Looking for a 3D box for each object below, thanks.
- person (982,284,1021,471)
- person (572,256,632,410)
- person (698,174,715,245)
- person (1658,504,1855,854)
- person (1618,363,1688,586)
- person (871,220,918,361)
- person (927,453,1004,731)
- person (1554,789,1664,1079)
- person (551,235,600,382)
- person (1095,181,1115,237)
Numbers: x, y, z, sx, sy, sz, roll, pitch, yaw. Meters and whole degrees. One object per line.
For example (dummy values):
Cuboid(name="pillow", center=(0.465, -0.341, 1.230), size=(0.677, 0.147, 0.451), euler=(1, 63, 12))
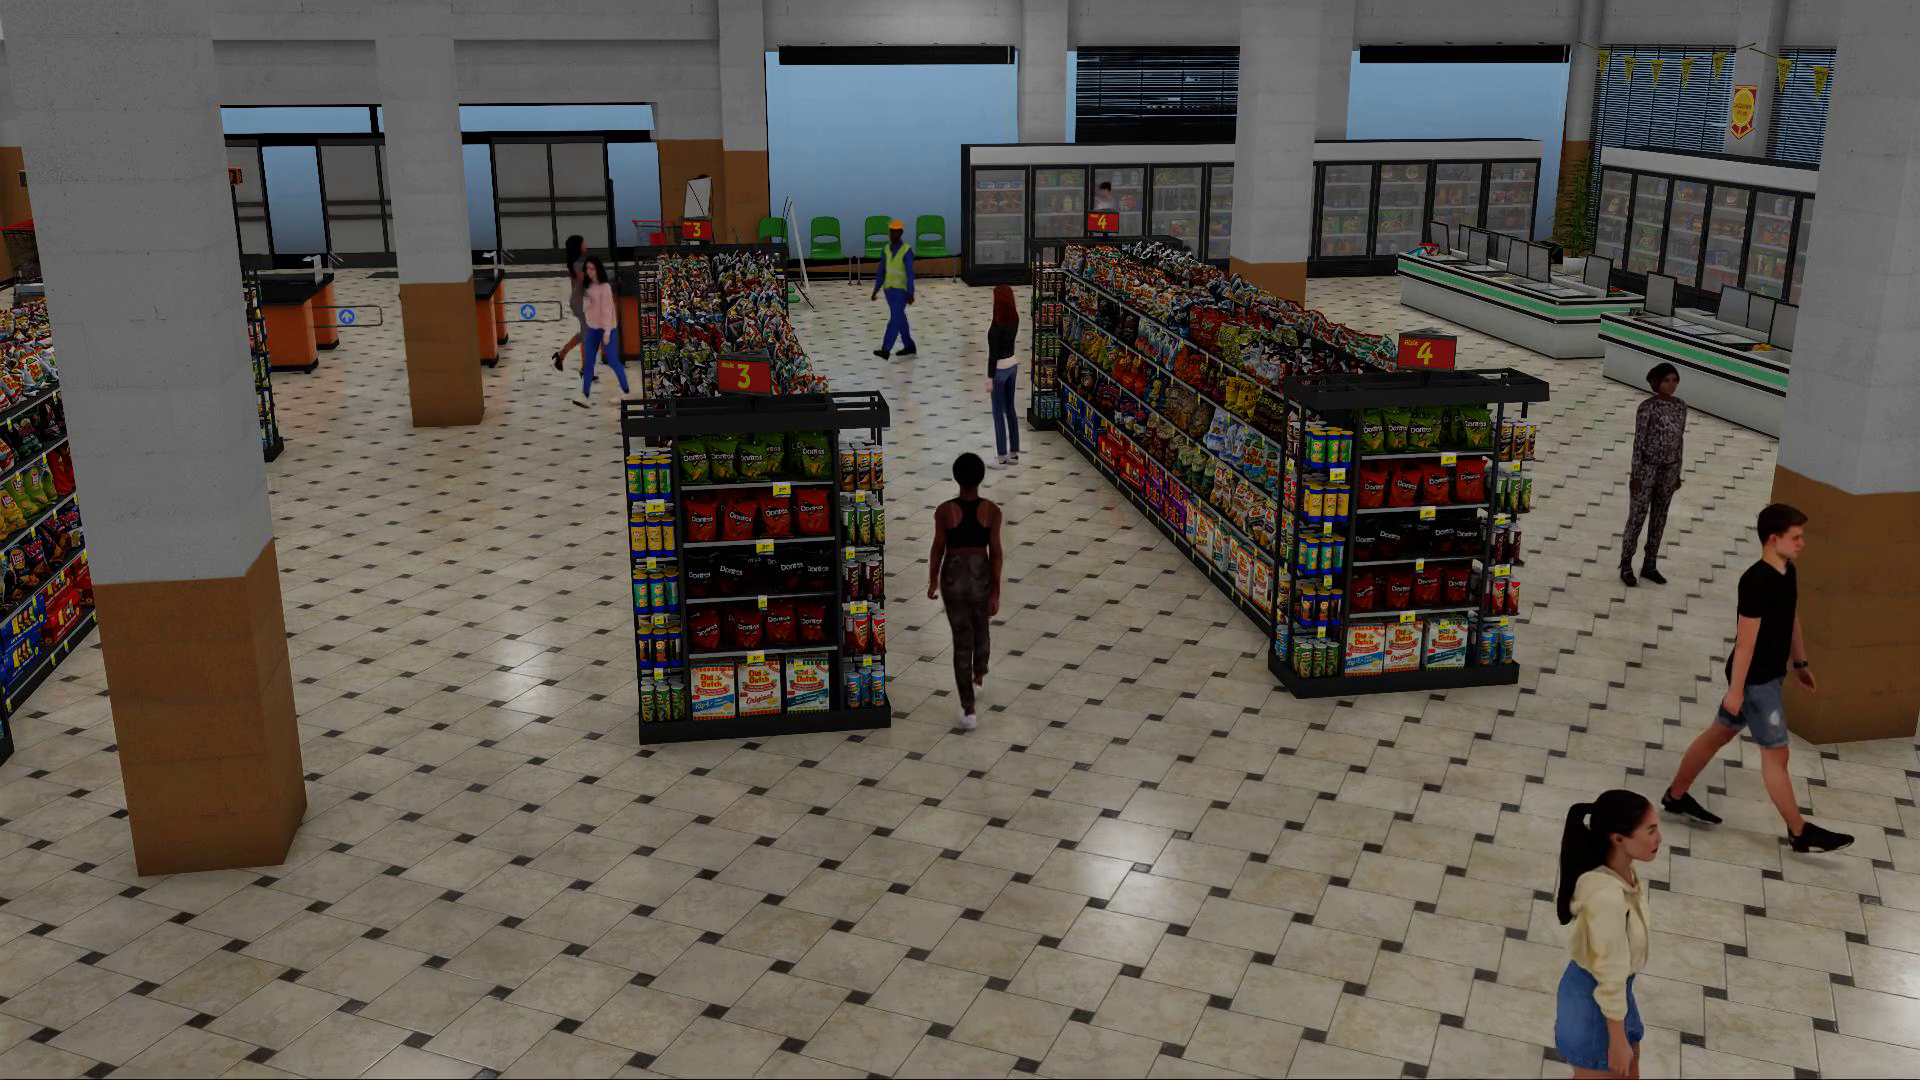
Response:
Cuboid(name="person", center=(0.420, -1.592, 16.163), size=(0.717, 1.788, 0.646), euler=(10, 20, 30))
Cuboid(name="person", center=(-3.976, -2.333, 18.735), size=(1.136, 1.712, 1.130), euler=(-15, 23, -41))
Cuboid(name="person", center=(-4.725, -5.891, 30.576), size=(0.719, 1.640, 0.603), euler=(-13, 21, -36))
Cuboid(name="person", center=(4.018, 0.698, 8.601), size=(1.251, 1.800, 1.172), euler=(12, 21, 35))
Cuboid(name="person", center=(5.312, -0.506, 12.715), size=(0.562, 1.714, 0.541), euler=(-3, 17, -10))
Cuboid(name="person", center=(-0.753, -3.232, 21.587), size=(1.152, 1.776, 1.148), euler=(15, 23, 41))
Cuboid(name="person", center=(0.052, 0.333, 10.026), size=(0.611, 1.671, 0.946), euler=(-3, 17, -8))
Cuboid(name="person", center=(2.169, 1.625, 5.859), size=(0.830, 1.621, 0.750), euler=(7, 18, 23))
Cuboid(name="person", center=(-4.670, -2.783, 20.119), size=(0.754, 1.770, 0.791), euler=(-8, 19, -25))
Cuboid(name="person", center=(2.380, -4.915, 27.072), size=(0.794, 1.810, 0.636), euler=(0, 17, -1))
